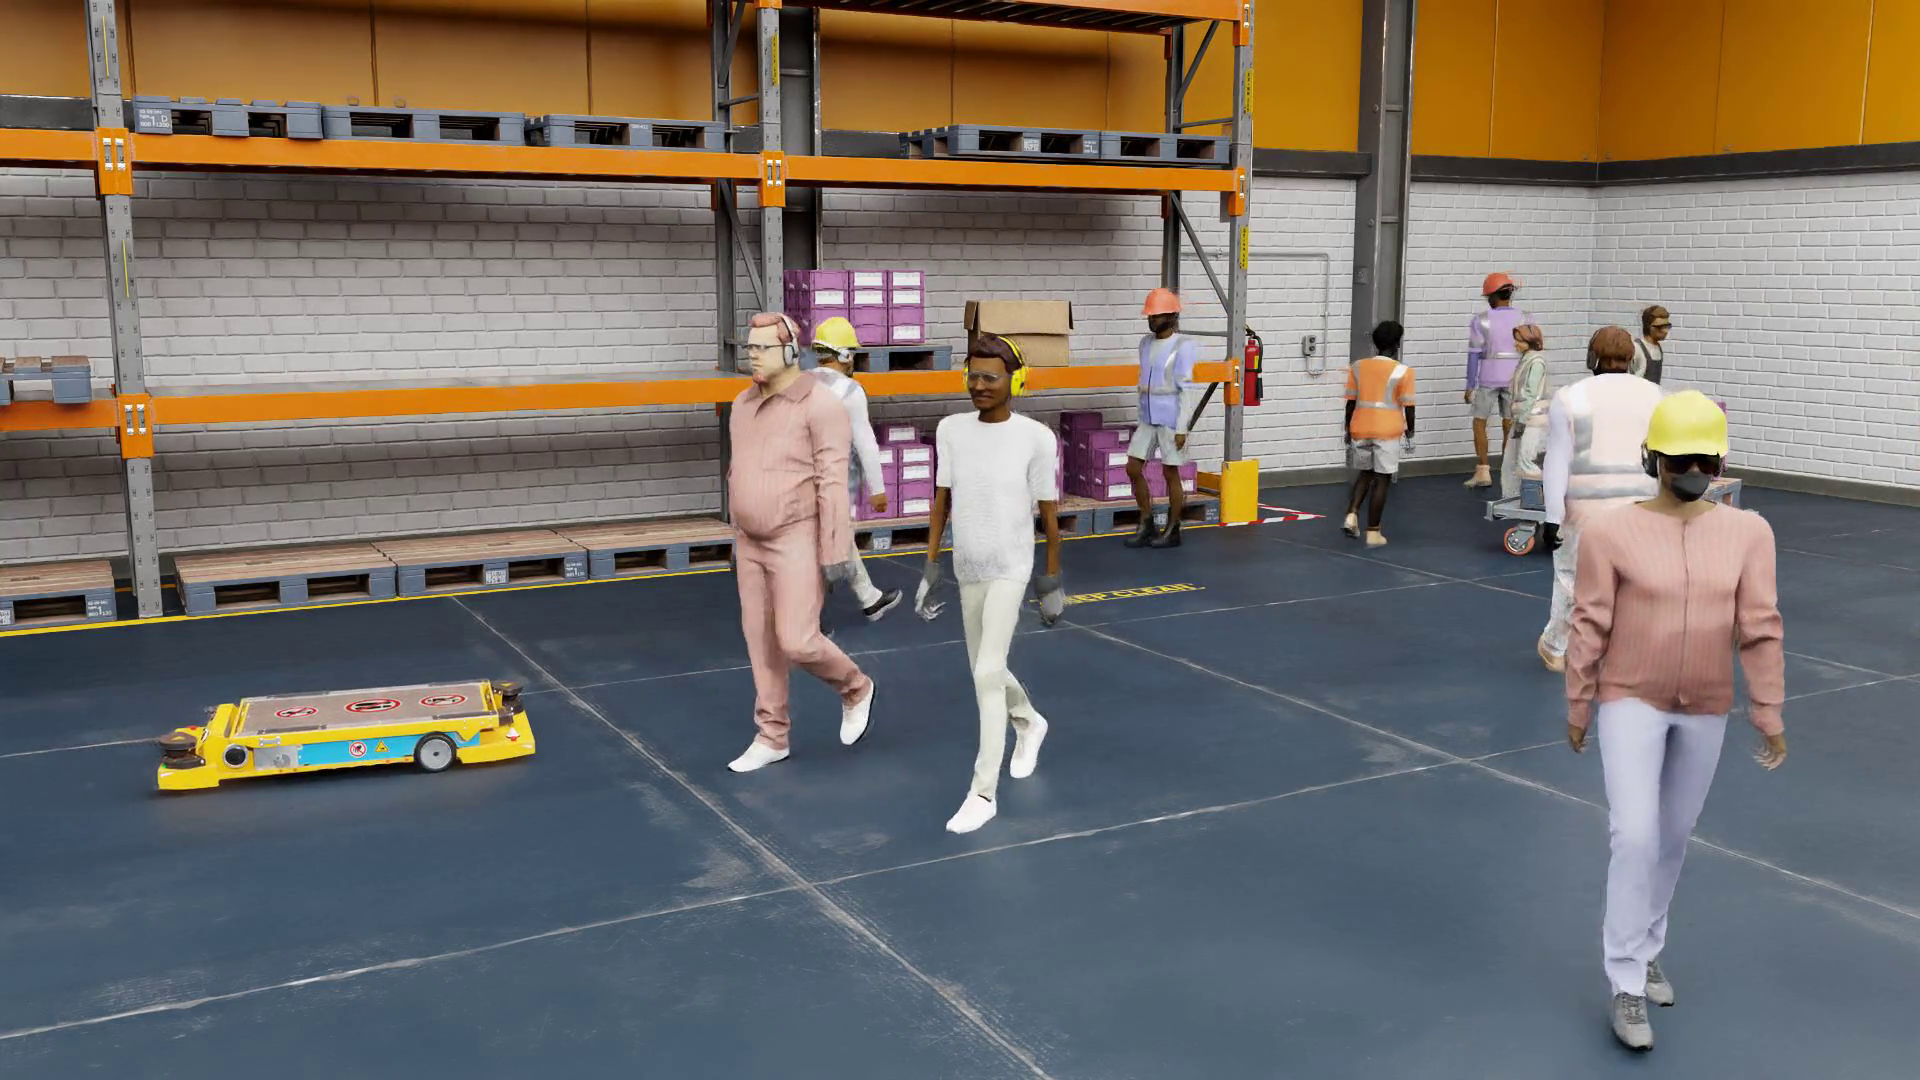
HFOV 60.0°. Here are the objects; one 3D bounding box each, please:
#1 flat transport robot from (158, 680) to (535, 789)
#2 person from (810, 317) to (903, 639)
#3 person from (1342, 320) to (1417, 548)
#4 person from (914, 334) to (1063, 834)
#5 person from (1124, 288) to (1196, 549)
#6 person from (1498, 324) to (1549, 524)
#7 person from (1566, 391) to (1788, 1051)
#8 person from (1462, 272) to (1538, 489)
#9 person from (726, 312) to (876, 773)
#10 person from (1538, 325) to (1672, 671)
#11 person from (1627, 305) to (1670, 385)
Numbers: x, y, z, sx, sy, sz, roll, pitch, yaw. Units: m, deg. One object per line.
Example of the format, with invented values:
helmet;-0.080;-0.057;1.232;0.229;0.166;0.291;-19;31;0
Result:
flat transport robot;-2.551;0.798;6.995;1.431;0.197;0.652;-3;10;-19
person;-0.631;-0.346;9.339;0.901;1.786;0.624;-8;12;-40
person;3.105;-0.778;12.300;0.553;1.679;0.364;9;13;43
person;0.164;0.120;6.388;0.514;1.838;0.890;6;11;33
person;1.429;-0.869;12.145;0.612;1.915;0.587;-7;12;-38
person;4.614;-0.930;13.434;0.544;1.627;0.527;0;9;1
person;1.944;0.481;4.471;0.527;1.744;0.718;0;9;0
person;5.047;-1.465;15.499;0.793;2.017;0.541;1;9;4
person;-0.683;0.008;6.878;0.641;1.897;0.571;9;13;42
person;3.159;-0.150;8.159;0.659;1.785;0.985;1;9;3
person;5.491;-1.009;13.489;1.057;1.774;0.582;8;12;41
